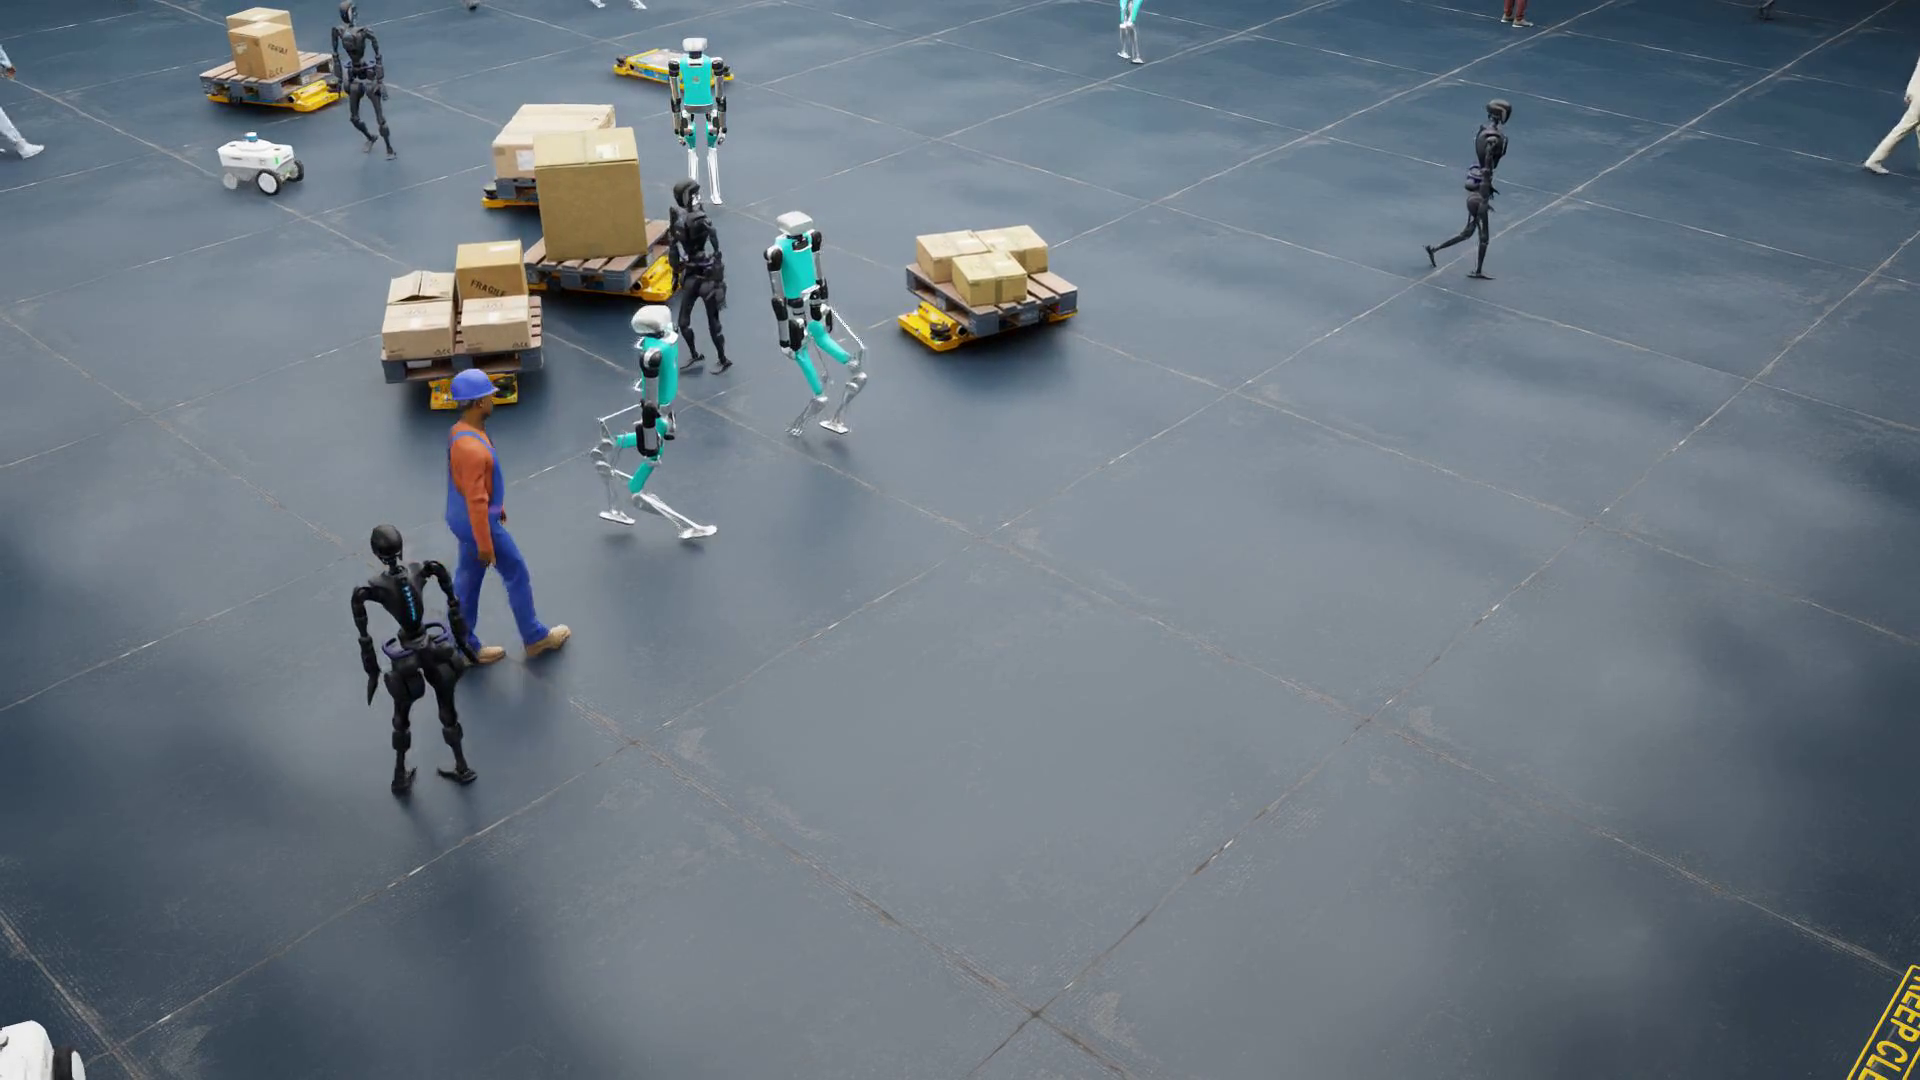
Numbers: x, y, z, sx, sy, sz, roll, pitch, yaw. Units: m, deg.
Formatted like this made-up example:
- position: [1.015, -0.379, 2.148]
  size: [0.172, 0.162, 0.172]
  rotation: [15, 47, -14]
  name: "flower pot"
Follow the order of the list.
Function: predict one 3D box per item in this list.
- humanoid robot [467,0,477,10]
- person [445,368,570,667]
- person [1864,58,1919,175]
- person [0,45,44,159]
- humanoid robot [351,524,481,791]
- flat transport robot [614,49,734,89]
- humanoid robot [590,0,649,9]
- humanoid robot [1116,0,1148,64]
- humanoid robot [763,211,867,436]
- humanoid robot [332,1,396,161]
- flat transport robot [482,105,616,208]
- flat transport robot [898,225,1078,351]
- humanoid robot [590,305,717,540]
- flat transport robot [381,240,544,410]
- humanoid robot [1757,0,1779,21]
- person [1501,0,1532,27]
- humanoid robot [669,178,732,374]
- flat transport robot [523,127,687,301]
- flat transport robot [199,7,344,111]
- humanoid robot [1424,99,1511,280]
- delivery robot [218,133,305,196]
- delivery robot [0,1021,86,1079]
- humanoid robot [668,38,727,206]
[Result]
- position: [-6.879, -8.231, 23.118]
  size: [0.591, 1.627, 0.771]
  rotation: [-16, 35, -24]
  name: "humanoid robot"
- position: [-2.765, -0.115, 9.826]
  size: [0.794, 1.863, 0.546]
  rotation: [-17, 36, -25]
  name: "person"
- position: [10.015, -4.608, 17.262]
  size: [0.925, 1.645, 0.458]
  rotation: [2, 32, 3]
  name: "person"
- position: [-10.317, -4.992, 17.669]
  size: [0.957, 1.873, 0.608]
  rotation: [3, 32, 5]
  name: "person"
- position: [-2.879, 0.615, 8.826]
  size: [0.611, 1.643, 0.386]
  rotation: [-23, 39, -32]
  name: "humanoid robot"
- position: [-3.535, -5.798, 20.491]
  size: [1.431, 0.231, 0.659]
  rotation: [21, 38, 30]
  name: "flat transport robot"
- position: [-4.887, -8.239, 23.075]
  size: [1.000, 1.788, 0.537]
  rotation: [9, 33, 14]
  name: "humanoid robot"
- position: [2.123, -6.852, 20.799]
  size: [0.584, 1.771, 0.880]
  rotation: [8, 33, 13]
  name: "humanoid robot"
- position: [-1.025, -1.497, 12.176]
  size: [0.907, 1.763, 0.541]
  rotation: [22, 38, 31]
  name: "humanoid robot"
- position: [-6.375, -4.895, 17.703]
  size: [0.583, 1.645, 0.500]
  rotation: [5, 32, 8]
  name: "humanoid robot"
- position: [-4.067, -3.578, 16.916]
  size: [1.431, 0.231, 0.659]
  rotation: [0, 32, 0]
  name: "flat transport robot"
- position: [0.243, -1.975, 14.334]
  size: [1.431, 0.231, 0.659]
  rotation: [-18, 36, -27]
  name: "flat transport robot"
- position: [-2.182, -0.723, 10.972]
  size: [1.033, 1.767, 0.551]
  rotation: [4, 32, 6]
  name: "humanoid robot"
- position: [-3.981, -1.461, 13.507]
  size: [0.659, 0.231, 1.431]
  rotation: [-6, 32, -10]
  name: "flat transport robot"
- position: [11.038, -7.847, 22.466]
  size: [0.468, 1.643, 0.611]
  rotation: [-11, 34, -17]
  name: "humanoid robot"
- position: [7.614, -7.833, 22.313]
  size: [0.380, 1.806, 0.549]
  rotation: [-10, 33, -16]
  name: "person"
- position: [-2.045, -2.093, 13.194]
  size: [0.603, 1.647, 0.379]
  rotation: [24, 39, 33]
  name: "humanoid robot"
- position: [-3.236, -2.418, 15.047]
  size: [1.431, 0.231, 0.659]
  rotation: [7, 33, 11]
  name: "flat transport robot"
- position: [-8.126, -5.329, 19.735]
  size: [1.431, 0.231, 0.659]
  rotation: [10, 33, 15]
  name: "flat transport robot"
- position: [4.609, -3.164, 14.934]
  size: [0.663, 1.632, 0.601]
  rotation: [10, 33, 16]
  name: "humanoid robot"
- position: [-7.225, -3.893, 17.151]
  size: [0.789, 0.593, 0.499]
  rotation: [7, 33, 11]
  name: "delivery robot"
- position: [-4.029, 2.406, 7.015]
  size: [0.499, 0.602, 0.795]
  rotation: [-11, 34, -18]
  name: "delivery robot"
- position: [-2.541, -4.141, 16.304]
  size: [0.533, 1.677, 0.735]
  rotation: [-3, 32, -5]
  name: "humanoid robot"
